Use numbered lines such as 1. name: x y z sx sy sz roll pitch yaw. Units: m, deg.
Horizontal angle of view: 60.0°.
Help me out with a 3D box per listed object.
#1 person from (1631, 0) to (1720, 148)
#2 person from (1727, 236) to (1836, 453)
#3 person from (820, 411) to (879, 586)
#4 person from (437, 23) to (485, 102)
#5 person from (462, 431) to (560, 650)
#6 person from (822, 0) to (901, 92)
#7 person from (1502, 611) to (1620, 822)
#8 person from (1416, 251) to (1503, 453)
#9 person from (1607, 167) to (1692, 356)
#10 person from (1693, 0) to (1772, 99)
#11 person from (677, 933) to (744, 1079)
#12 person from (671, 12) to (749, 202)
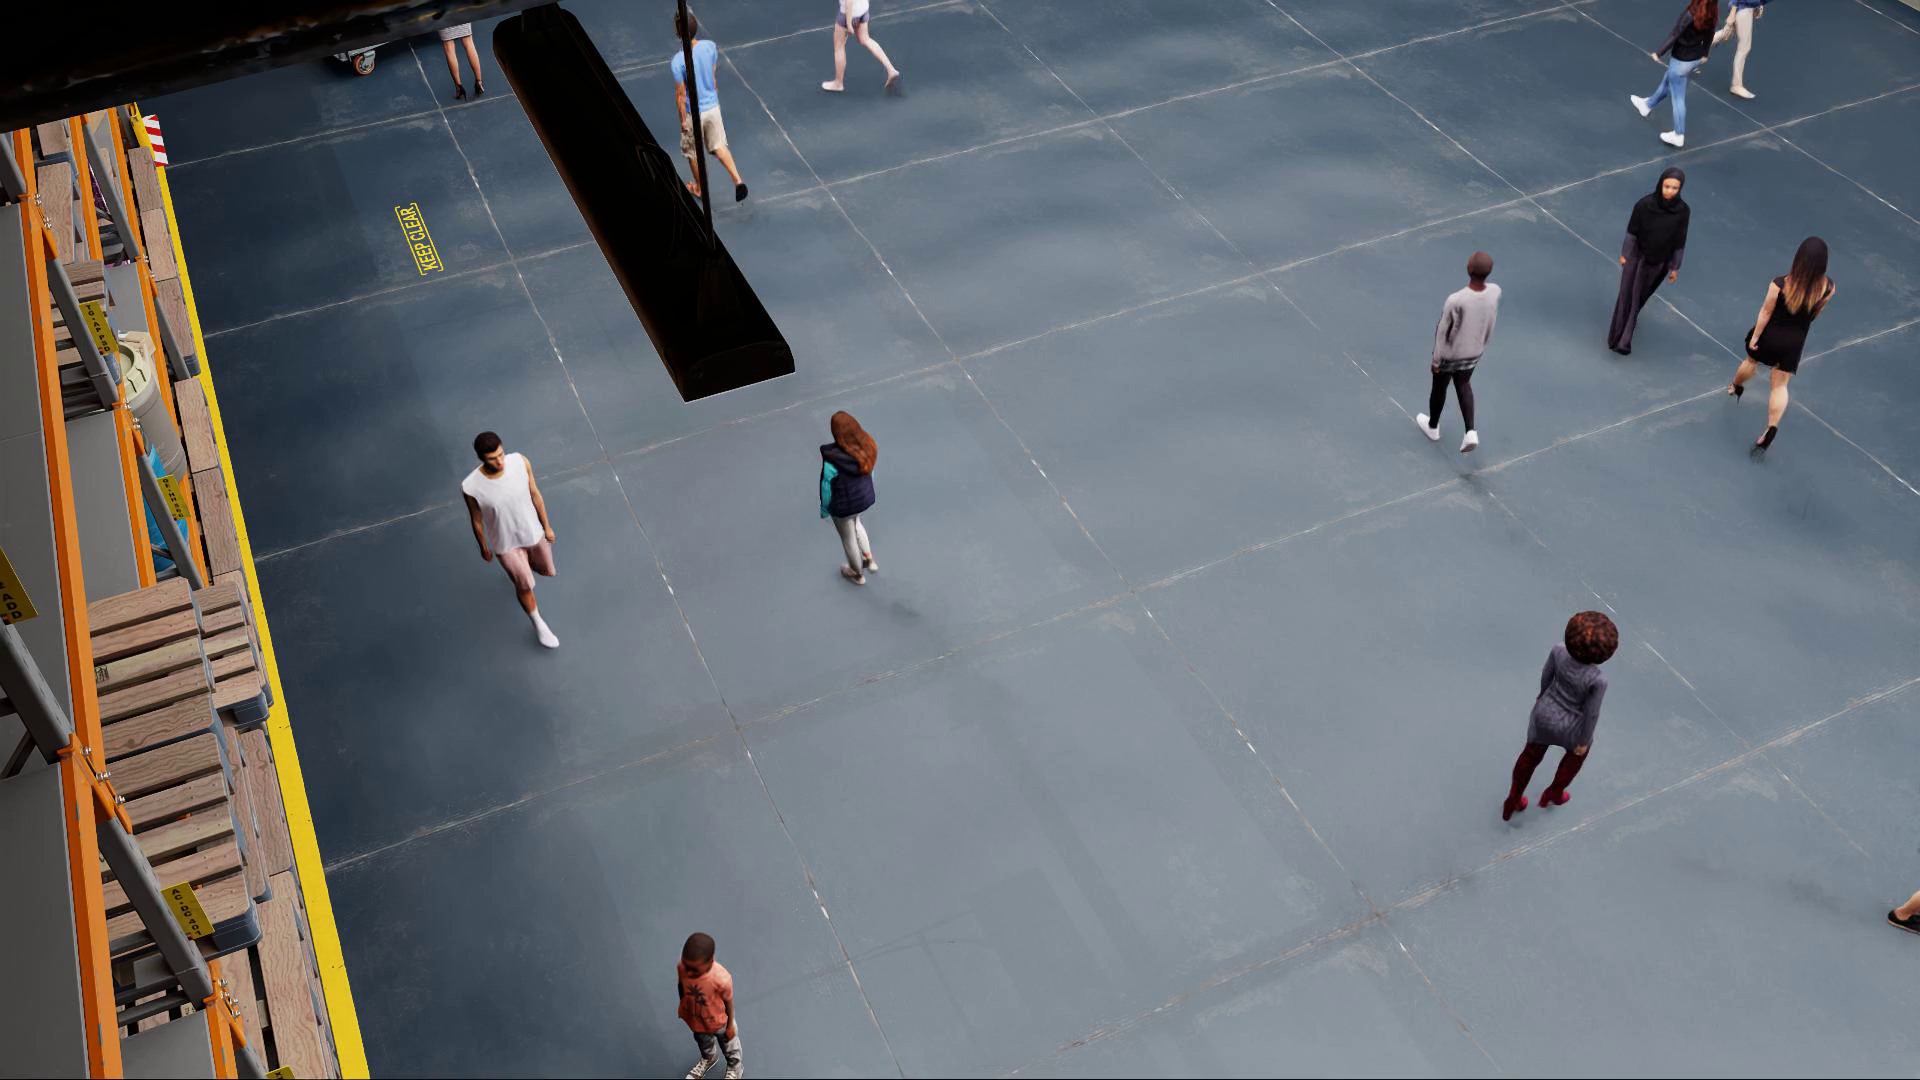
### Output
1. person: 6.995 -4.548 15.931 0.717 1.602 1.071 -23 48 -23
2. person: 6.255 -1.446 12.629 1.027 1.667 1.205 5 44 6
3. person: -0.722 -0.246 11.496 0.698 1.491 0.664 30 51 28
4. person: -5.053 -5.235 16.492 0.584 1.824 0.524 -18 47 -18
5. person: -2.996 -0.089 11.129 0.774 1.770 1.029 -26 49 -25
6. person: -0.997 -5.262 16.578 1.088 1.744 0.970 17 46 17
7. person: 3.522 1.123 9.912 0.733 1.693 0.687 -26 50 -25
8. person: 3.798 -1.368 12.478 0.707 1.763 0.964 -12 45 -12
9. person: 5.662 -2.367 13.641 1.027 1.604 1.164 9 44 9
10. person: 7.800 -5.344 16.725 0.853 1.661 1.184 -32 52 -29
11. person: -1.321 2.475 8.770 0.553 1.312 0.622 18 46 18
12. person: -2.285 -3.855 15.026 0.825 1.848 1.068 -32 52 -29
